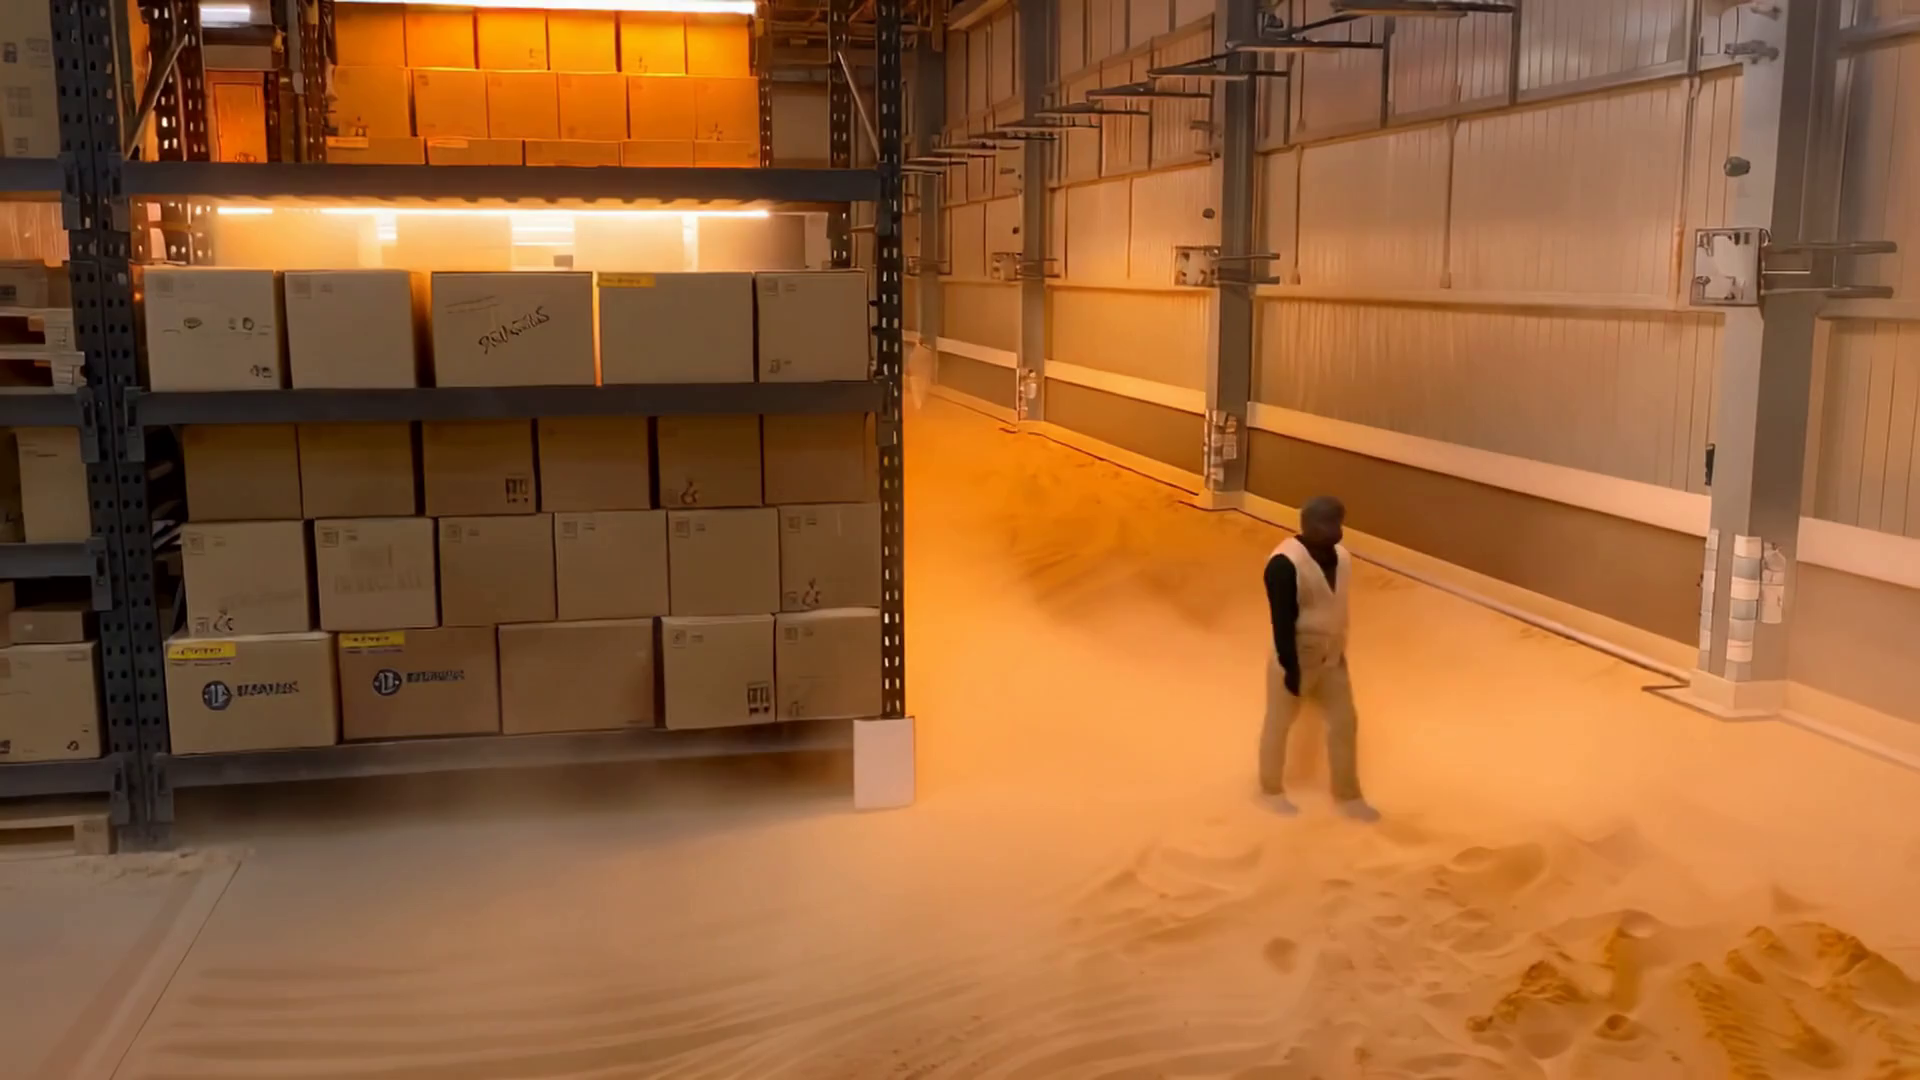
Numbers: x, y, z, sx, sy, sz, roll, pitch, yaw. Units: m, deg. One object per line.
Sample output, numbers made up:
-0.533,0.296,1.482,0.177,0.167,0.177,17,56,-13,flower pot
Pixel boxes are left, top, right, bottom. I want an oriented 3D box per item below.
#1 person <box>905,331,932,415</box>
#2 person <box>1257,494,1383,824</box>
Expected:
-0.849,-3.402,34.002,0.564,1.741,0.449,-2,10,-12,person
1.954,0.667,9.004,0.649,1.813,0.808,-7,11,-35,person
